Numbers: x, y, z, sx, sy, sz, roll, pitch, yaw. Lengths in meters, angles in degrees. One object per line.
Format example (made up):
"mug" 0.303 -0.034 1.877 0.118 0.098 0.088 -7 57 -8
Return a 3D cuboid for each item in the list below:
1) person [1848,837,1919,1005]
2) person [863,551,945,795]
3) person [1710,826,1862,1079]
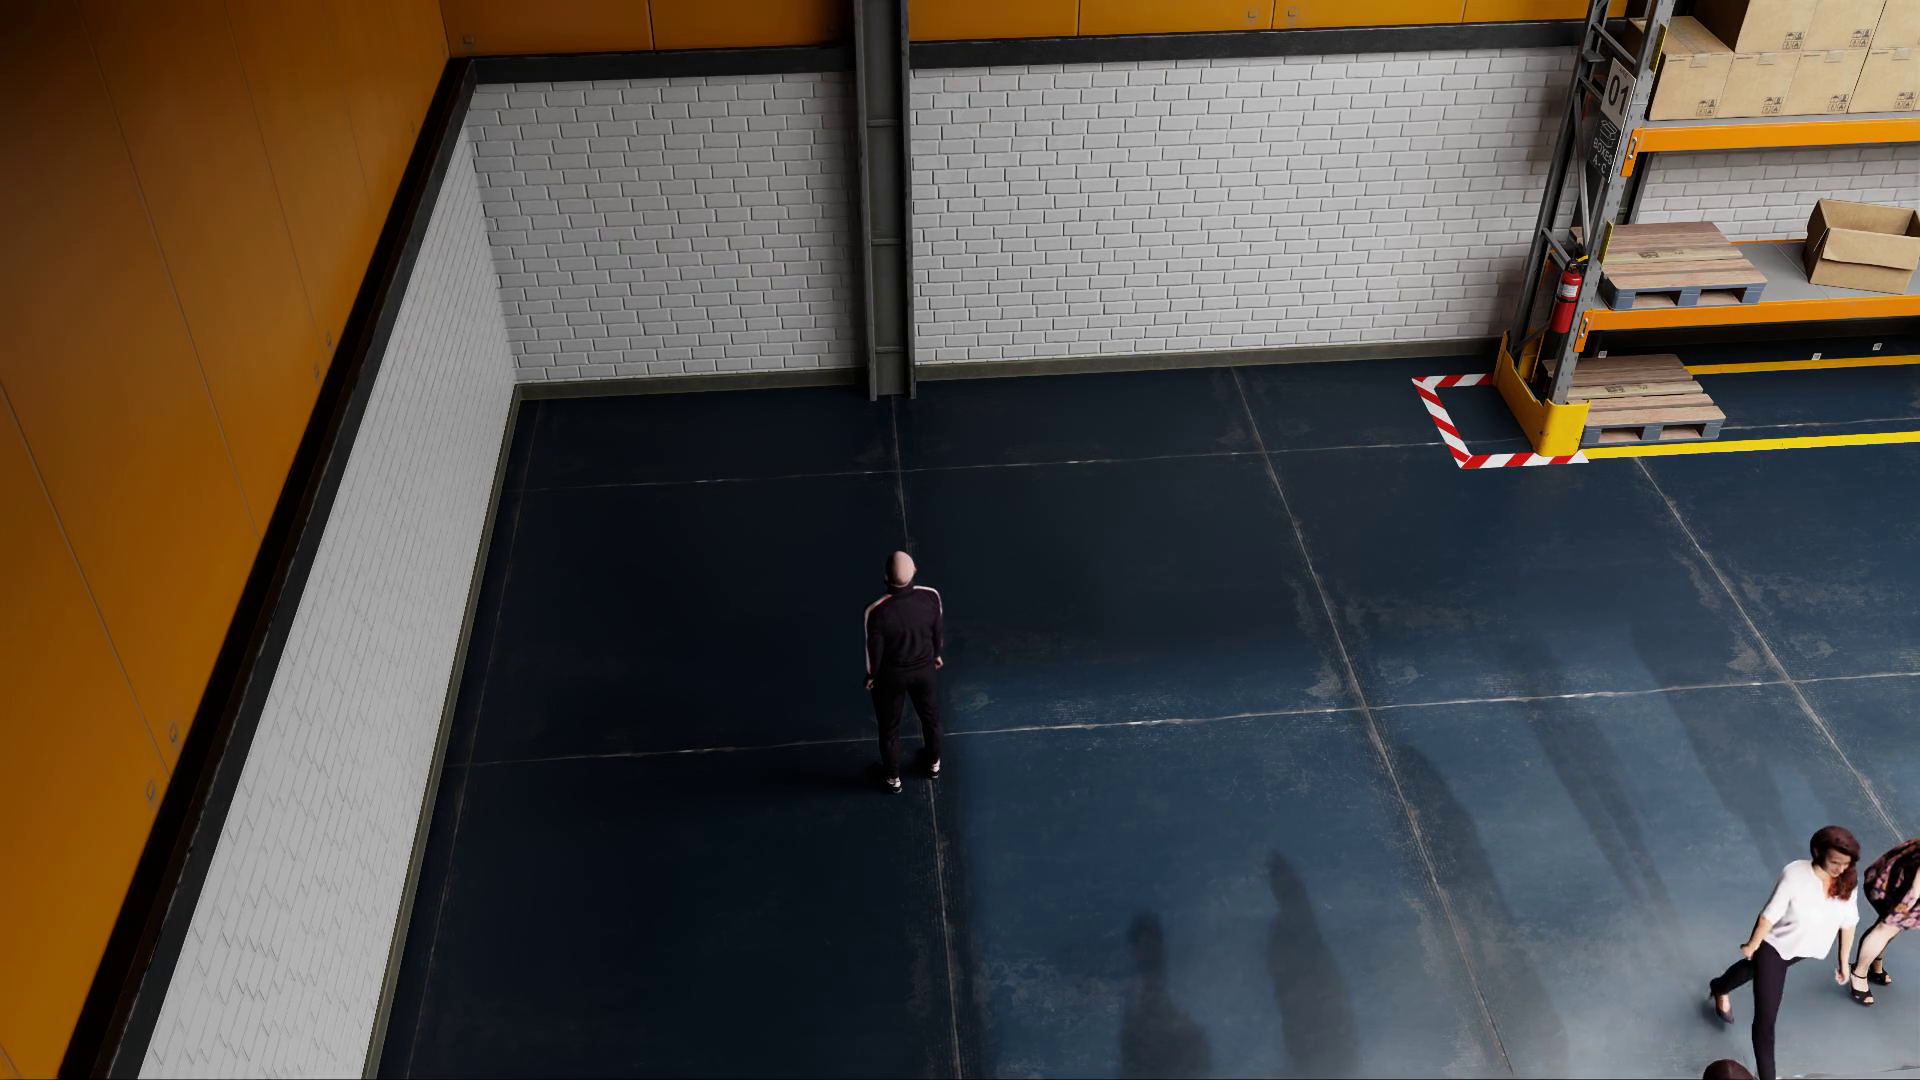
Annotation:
"person" 5.211 1.839 8.997 0.769 1.773 0.852 -24 44 -27
"person" -0.336 0.816 10.229 0.644 1.836 0.808 -16 41 -19
"person" 4.283 2.066 8.736 1.083 1.746 0.776 -8 39 -10
